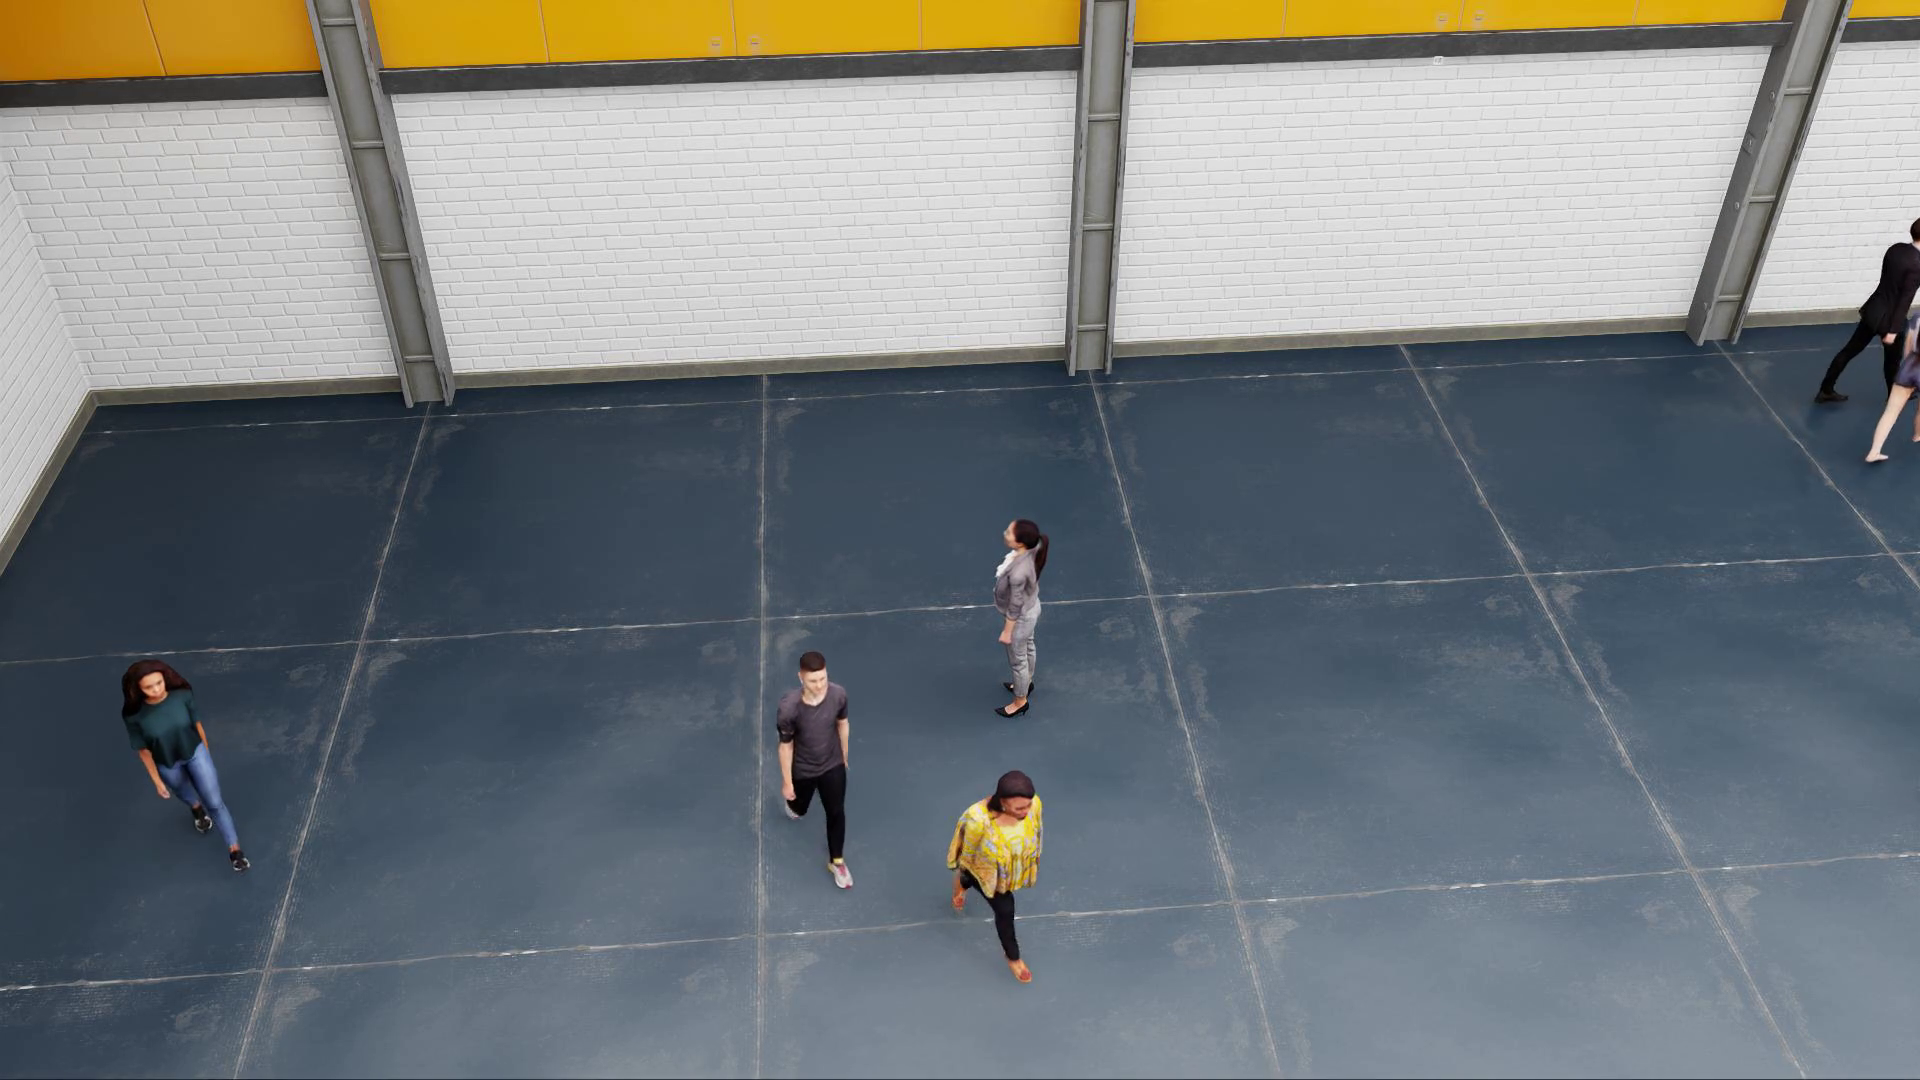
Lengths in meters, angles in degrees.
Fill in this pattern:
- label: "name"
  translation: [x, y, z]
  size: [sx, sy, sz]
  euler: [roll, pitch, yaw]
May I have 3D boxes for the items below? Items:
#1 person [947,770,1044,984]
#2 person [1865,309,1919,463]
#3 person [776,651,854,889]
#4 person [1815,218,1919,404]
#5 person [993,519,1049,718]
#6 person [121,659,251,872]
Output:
- label: "person"
  translation: [0.161, 1.860, 9.829]
  size: [1.153, 1.597, 1.111]
  euler: [-24, 44, -27]
- label: "person"
  translation: [7.923, -1.327, 13.814]
  size: [1.140, 1.606, 1.005]
  euler: [-25, 45, -28]
- label: "person"
  translation: [-0.933, 1.346, 10.356]
  size: [1.074, 1.743, 0.919]
  euler: [-16, 41, -19]
- label: "person"
  translation: [7.915, -1.932, 14.379]
  size: [1.153, 1.843, 0.747]
  euler: [-2, 39, -2]
- label: "person"
  translation: [0.417, 0.525, 11.436]
  size: [0.711, 1.679, 0.702]
  euler: [10, 40, 12]
- label: "person"
  translation: [-4.960, 1.334, 10.501]
  size: [1.085, 1.581, 0.985]
  euler: [-23, 44, -26]
